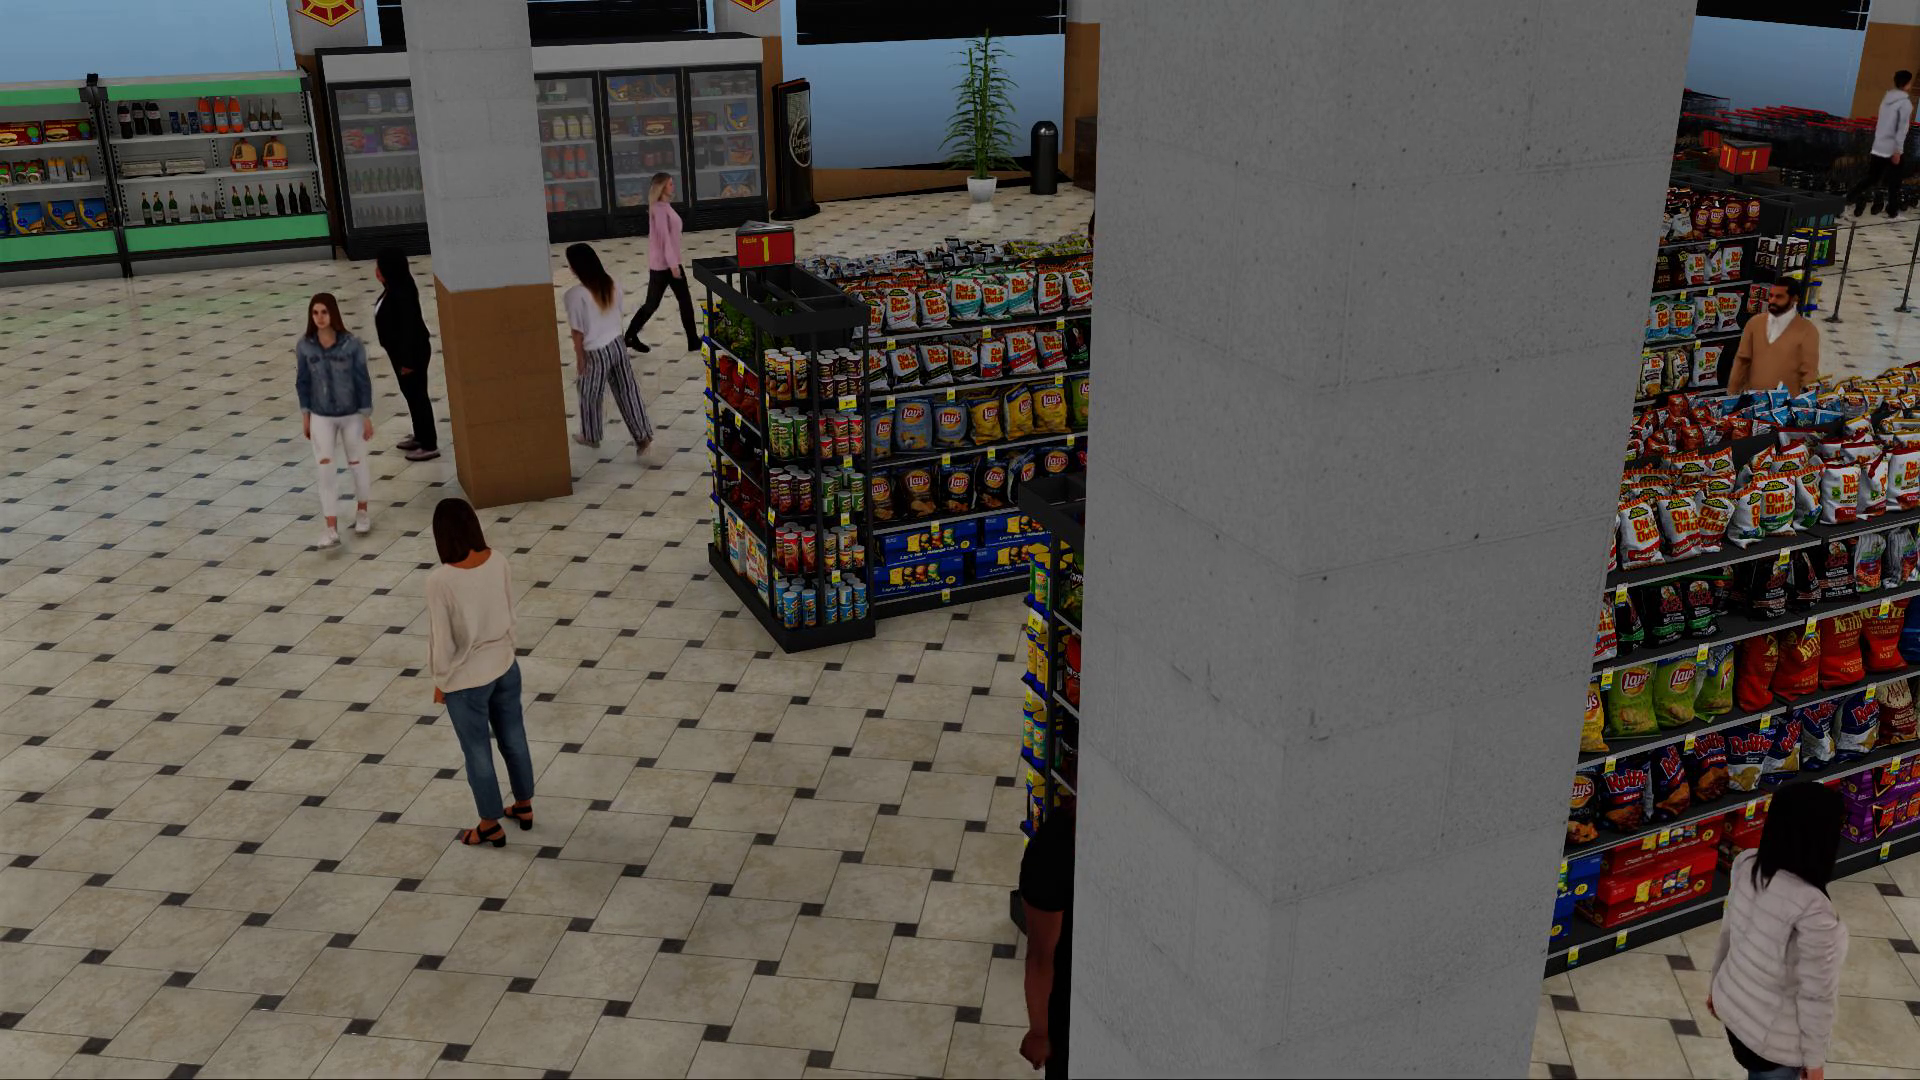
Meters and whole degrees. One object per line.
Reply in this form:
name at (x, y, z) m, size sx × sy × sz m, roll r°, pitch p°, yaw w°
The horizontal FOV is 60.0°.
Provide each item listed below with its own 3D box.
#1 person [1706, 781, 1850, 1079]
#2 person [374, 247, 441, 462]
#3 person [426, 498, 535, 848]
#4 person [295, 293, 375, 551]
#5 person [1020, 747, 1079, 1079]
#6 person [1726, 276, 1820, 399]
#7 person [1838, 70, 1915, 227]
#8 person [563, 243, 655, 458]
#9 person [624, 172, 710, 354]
person at (2.499, 1.516, 5.275) m, size 1.052 × 1.622 × 0.831 m, roll -2°, pitch 22°, yaw -6°
person at (-4.173, -1.422, 12.598) m, size 0.643 × 1.614 × 0.650 m, roll -13°, pitch 25°, yaw -30°
person at (-2.160, 0.598, 7.483) m, size 0.760 × 1.680 × 0.644 m, roll 15°, pitch 26°, yaw 32°
person at (-4.102, -0.824, 11.028) m, size 0.933 × 1.676 × 0.847 m, roll -4°, pitch 22°, yaw -9°
person at (0.371, 1.425, 5.258) m, size 0.929 × 1.803 × 0.802 m, roll 18°, pitch 28°, yaw 37°
person at (5.515, -0.920, 11.209) m, size 1.094 × 1.717 × 0.720 m, roll -13°, pitch 25°, yaw -29°
person at (11.550, -4.904, 20.882) m, size 1.221 × 1.899 × 0.859 m, roll -3°, pitch 22°, yaw -7°
person at (-2.631, -1.373, 12.444) m, size 1.161 × 1.639 × 1.037 m, roll -19°, pitch 28°, yaw -38°
person at (-2.795, -2.496, 15.217) m, size 1.174 × 1.653 × 0.972 m, roll 2°, pitch 22°, yaw 5°
